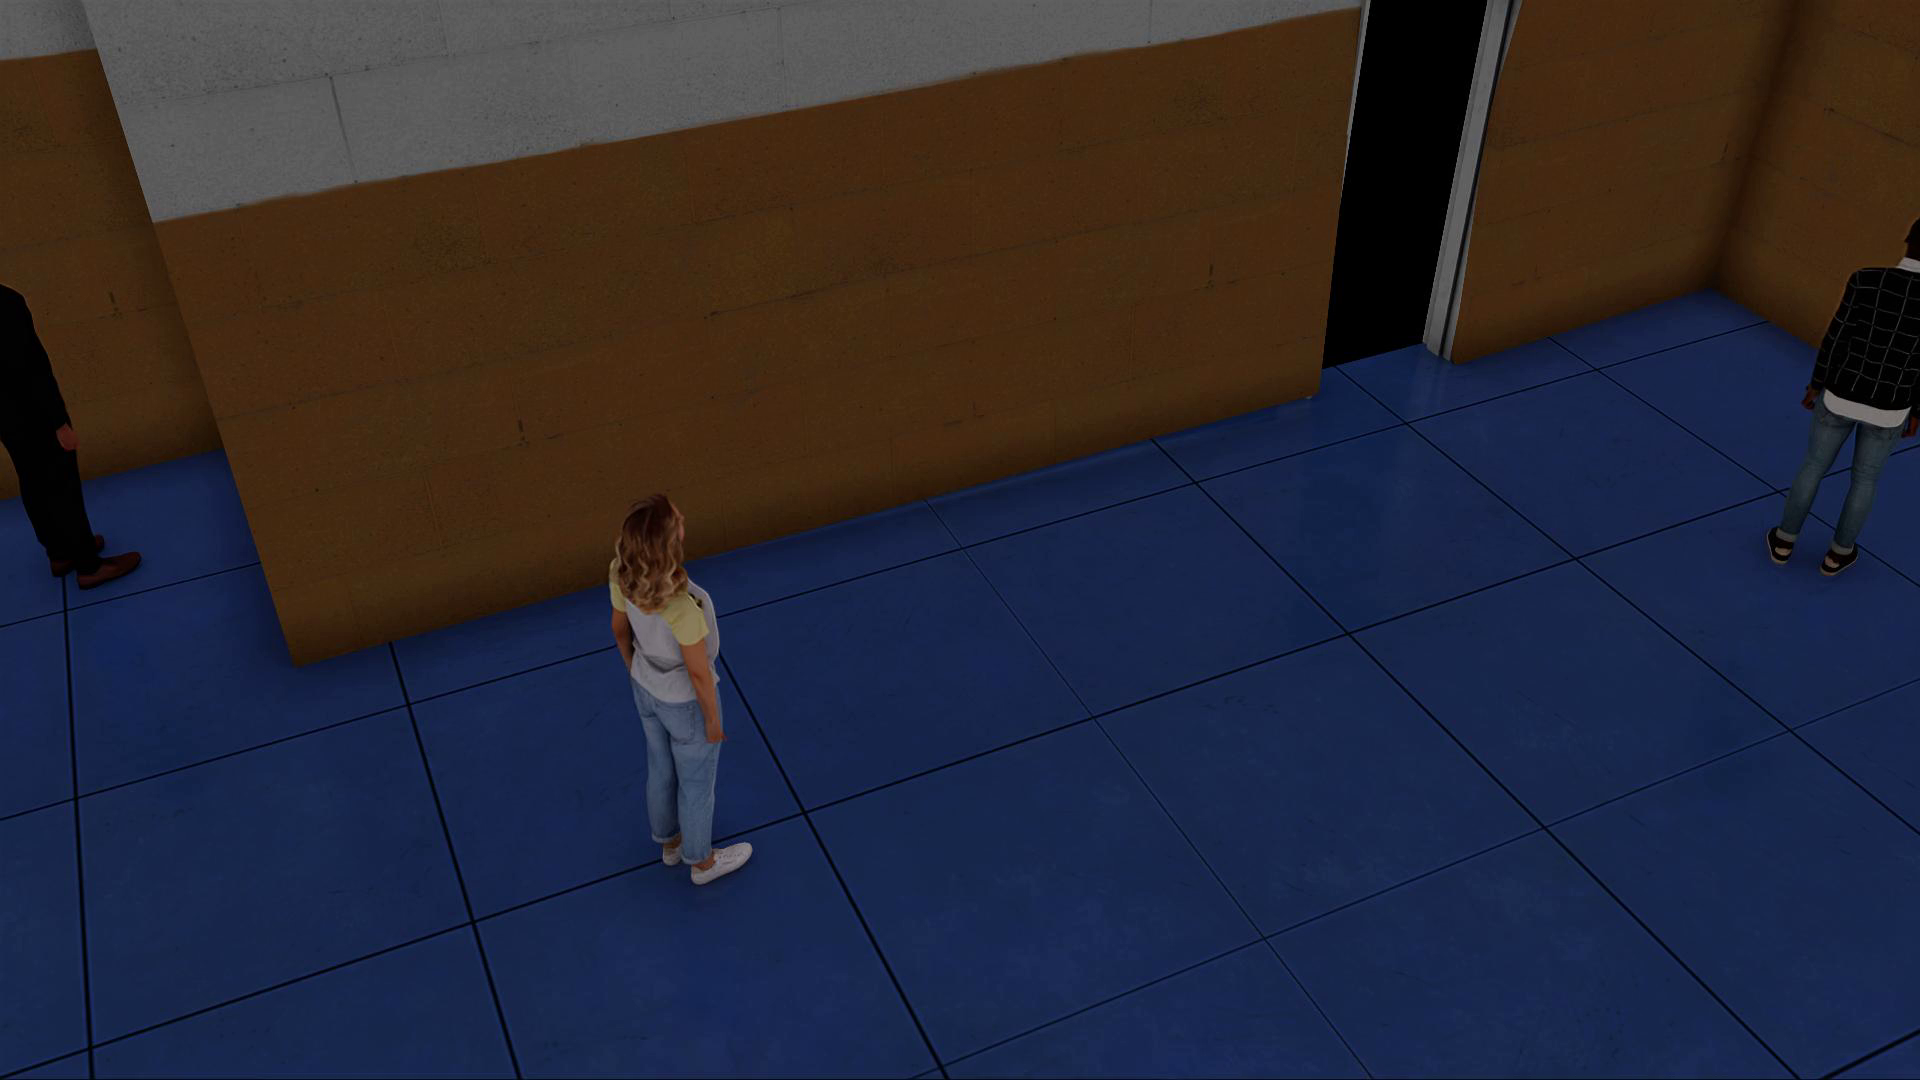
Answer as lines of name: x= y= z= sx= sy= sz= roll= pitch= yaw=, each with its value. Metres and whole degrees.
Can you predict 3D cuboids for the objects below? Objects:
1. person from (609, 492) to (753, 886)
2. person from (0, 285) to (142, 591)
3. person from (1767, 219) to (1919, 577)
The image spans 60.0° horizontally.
person: x=-1.034 y=0.559 z=6.007 sx=0.626 sy=1.722 sz=0.766 roll=27 pitch=45 yaw=31
person: x=-4.206 y=-0.606 z=7.438 sx=0.709 sy=1.882 sz=0.833 roll=20 pitch=41 yaw=25
person: x=4.107 y=-0.642 z=7.537 sx=0.704 sy=1.821 sz=0.804 roll=19 pitch=41 yaw=23
